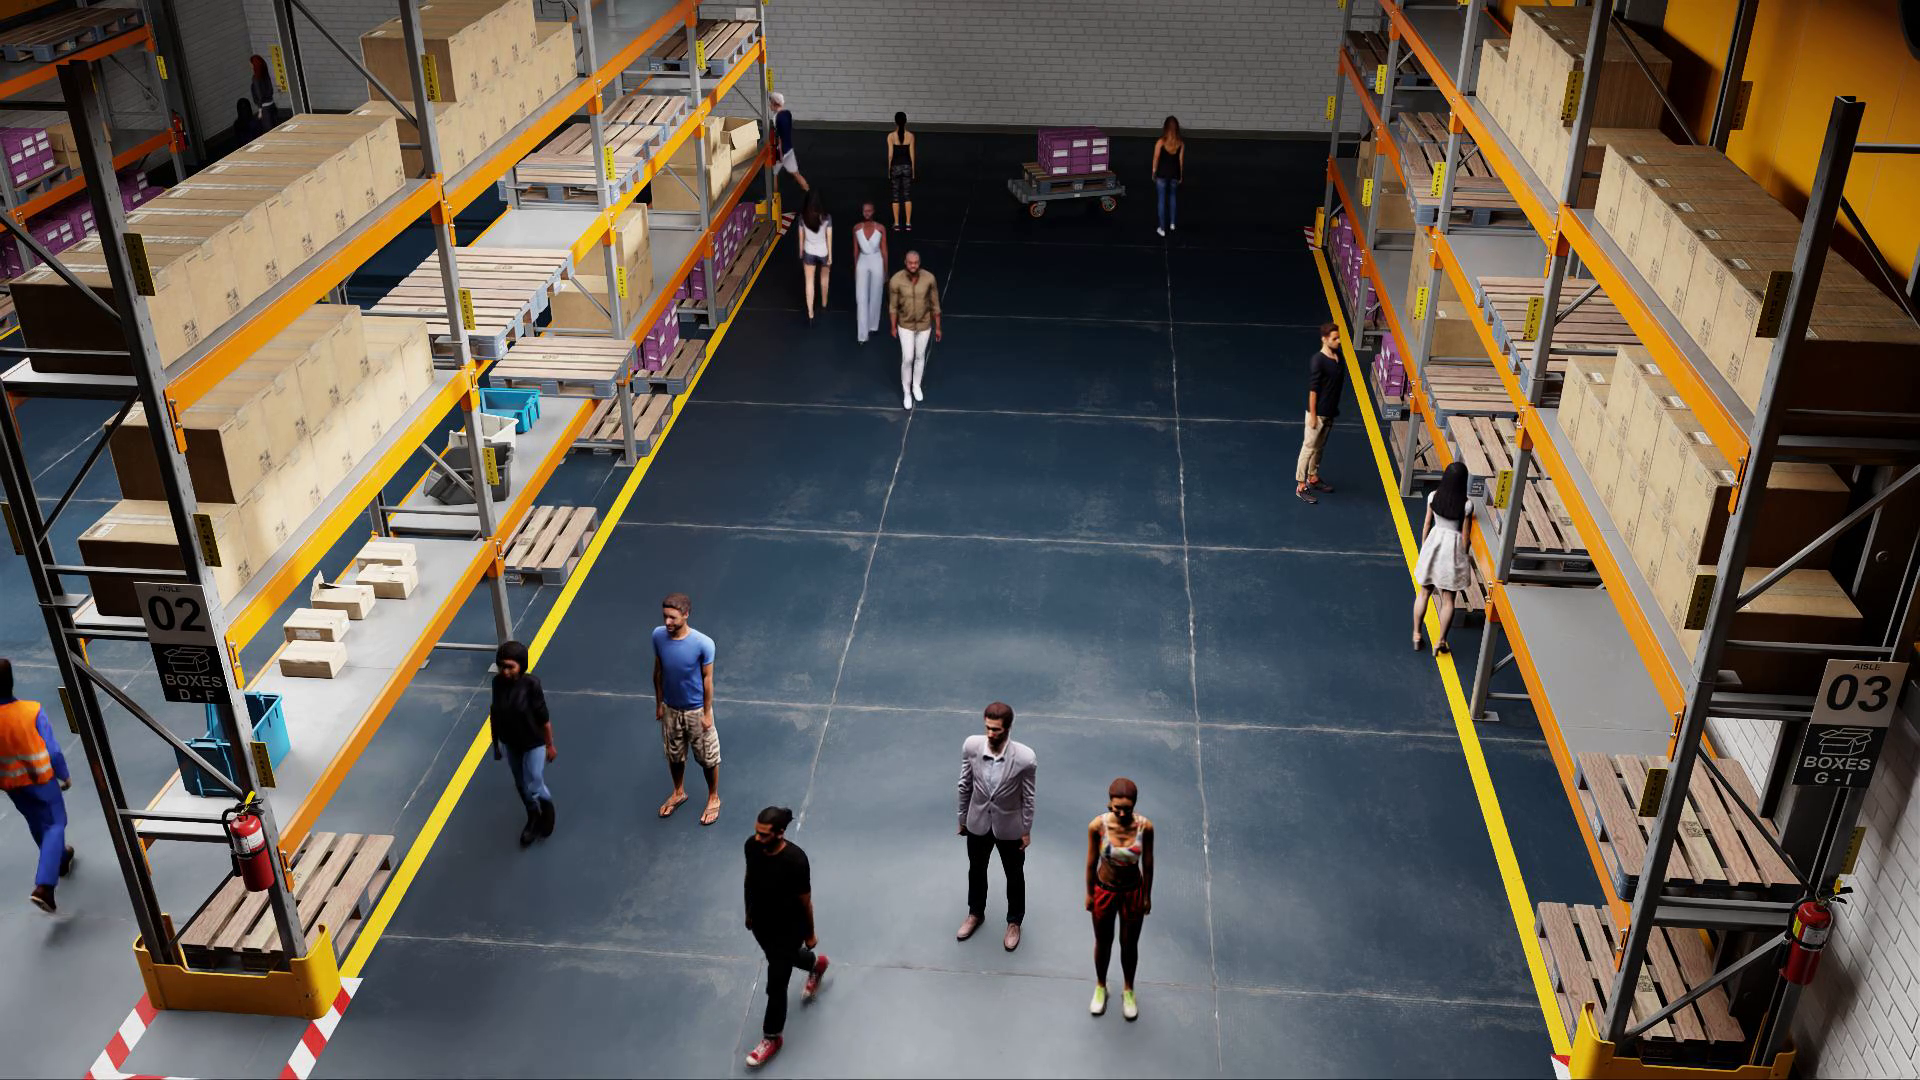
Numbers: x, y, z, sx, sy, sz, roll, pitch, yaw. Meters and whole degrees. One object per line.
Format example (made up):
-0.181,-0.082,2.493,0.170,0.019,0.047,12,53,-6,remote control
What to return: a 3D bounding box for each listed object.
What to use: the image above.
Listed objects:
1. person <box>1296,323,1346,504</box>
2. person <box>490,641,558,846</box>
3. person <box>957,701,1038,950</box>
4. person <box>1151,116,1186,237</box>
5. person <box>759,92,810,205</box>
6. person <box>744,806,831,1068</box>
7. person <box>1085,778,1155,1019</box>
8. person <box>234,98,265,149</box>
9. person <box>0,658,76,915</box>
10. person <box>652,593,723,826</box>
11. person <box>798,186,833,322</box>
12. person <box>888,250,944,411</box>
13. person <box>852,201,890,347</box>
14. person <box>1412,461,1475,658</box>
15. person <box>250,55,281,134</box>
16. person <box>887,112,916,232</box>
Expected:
3.617,-1.306,16.682,0.773,1.859,0.677,24,36,36,person
-3.069,1.407,11.884,0.635,1.690,0.656,7,29,12,person
0.242,1.840,10.920,0.728,1.853,0.662,9,30,16,person
3.021,-5.230,24.034,0.654,1.706,0.688,-5,29,-9,person
-2.589,-5.816,25.027,1.020,1.784,1.227,15,32,25,person
-1.054,2.307,10.187,1.017,1.735,1.226,19,34,31,person
0.982,2.196,10.339,0.563,1.786,0.538,2,29,3,person
-10.616,-5.762,24.984,0.609,1.731,0.530,5,29,9,person
-6.305,1.684,11.225,0.887,1.835,1.205,-5,29,-8,person
-1.991,1.192,12.098,0.688,1.864,0.629,8,30,14,person
-1.834,-3.584,21.063,0.666,1.662,1.157,-1,29,-1,person
-0.524,-2.452,18.834,0.869,1.809,0.924,-7,29,-12,person
-1.088,-3.335,20.512,0.622,1.753,0.916,0,29,1,person
4.098,0.158,14.099,0.777,1.762,0.803,19,34,31,person
-11.394,-7.069,27.330,0.656,1.779,0.436,4,29,8,person
-0.863,-5.385,24.304,0.615,1.721,0.617,-6,29,-10,person
